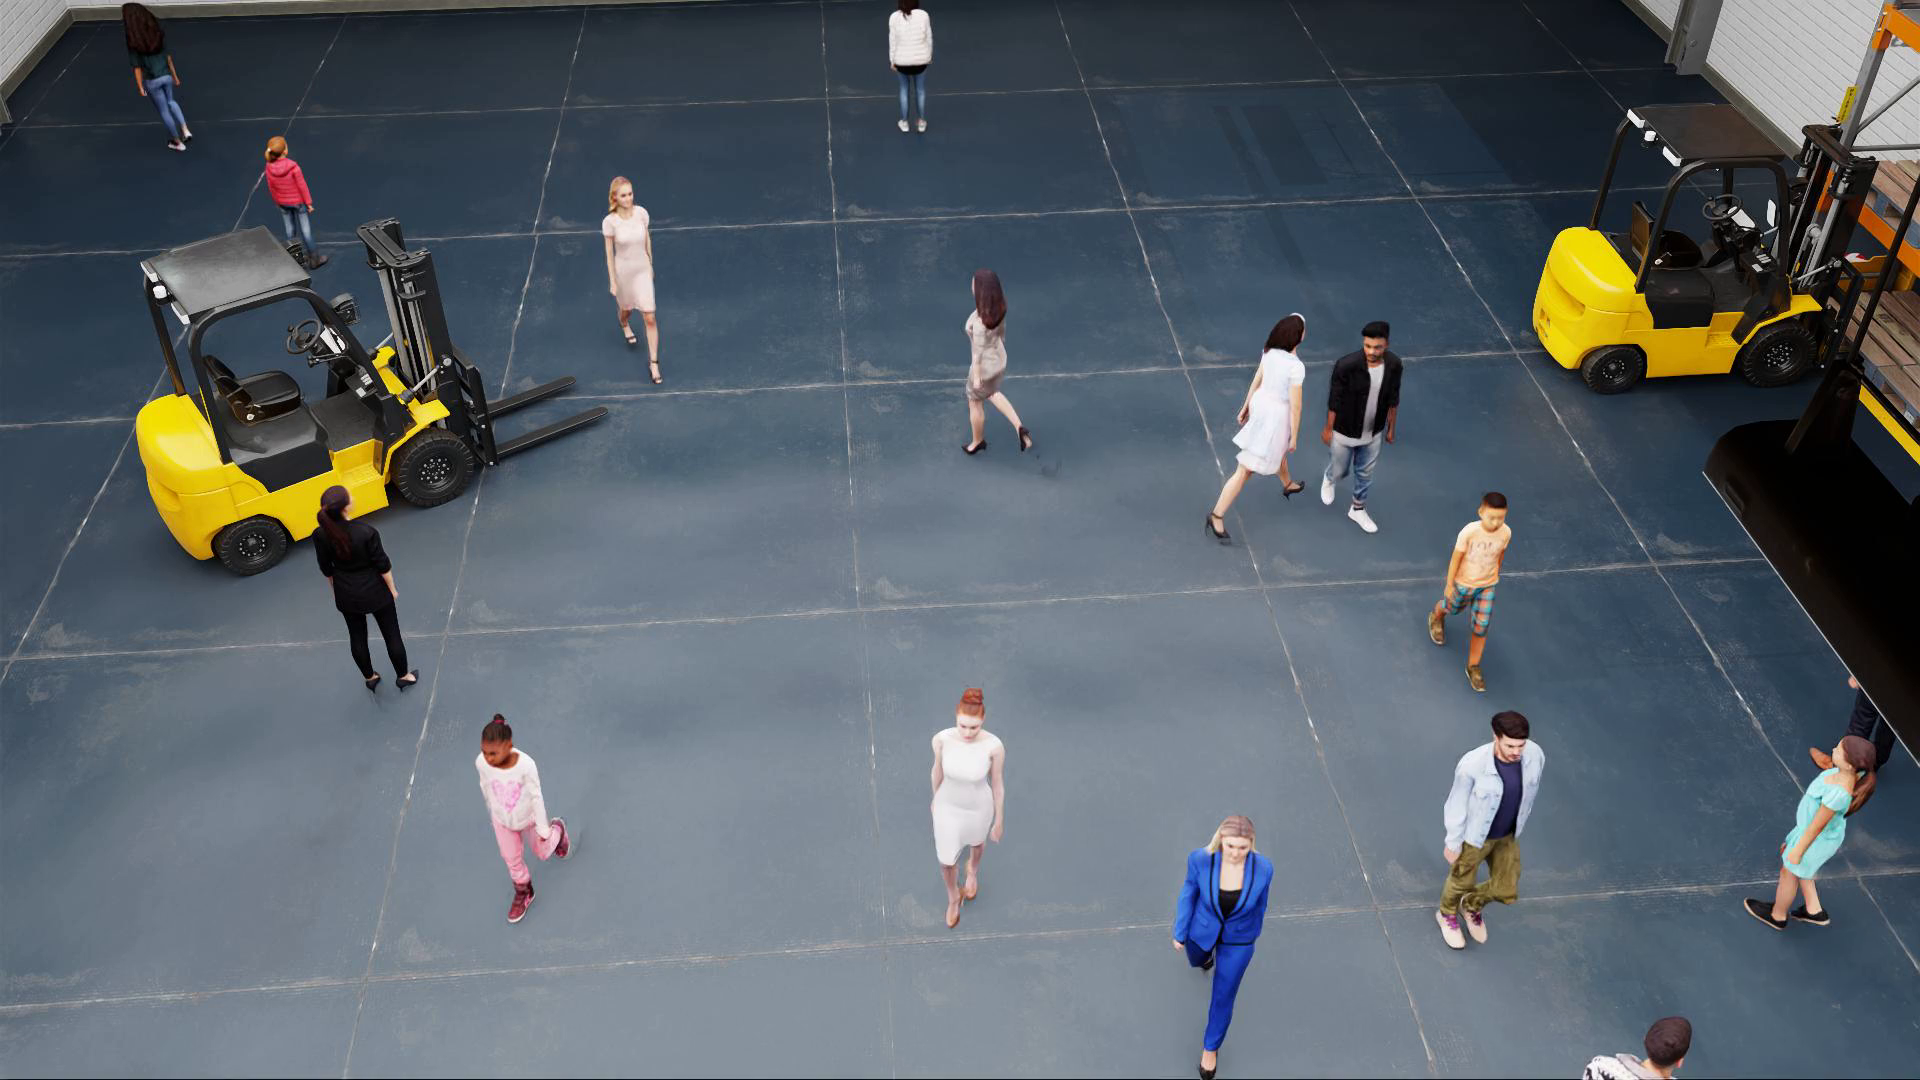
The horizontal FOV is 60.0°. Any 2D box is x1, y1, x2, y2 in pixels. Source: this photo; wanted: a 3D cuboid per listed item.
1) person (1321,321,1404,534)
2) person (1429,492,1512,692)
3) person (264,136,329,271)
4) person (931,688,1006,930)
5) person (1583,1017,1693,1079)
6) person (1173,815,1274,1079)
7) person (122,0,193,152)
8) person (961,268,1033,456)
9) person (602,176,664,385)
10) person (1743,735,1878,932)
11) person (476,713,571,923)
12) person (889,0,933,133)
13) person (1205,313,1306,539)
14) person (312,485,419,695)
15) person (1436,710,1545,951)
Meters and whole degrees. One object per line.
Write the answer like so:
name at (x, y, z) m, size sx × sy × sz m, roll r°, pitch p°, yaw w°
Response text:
person at (2.946, -0.920, 12.472) m, size 0.775 × 1.795 × 0.859 m, roll -11°, pitch 40°, yaw -13°
person at (3.463, 0.239, 11.309) m, size 0.532 × 1.436 × 0.971 m, roll -3°, pitch 39°, yaw -4°
person at (-6.302, -3.175, 15.680) m, size 0.547 × 1.317 × 0.521 m, roll 3°, pitch 39°, yaw 4°
person at (0.058, 1.459, 9.510) m, size 0.678 × 1.774 × 0.748 m, roll 6°, pitch 39°, yaw 7°
person at (3.055, 2.855, 7.694) m, size 0.767 × 1.859 × 0.802 m, roll 24°, pitch 44°, yaw 27°
person at (1.377, 2.027, 8.878) m, size 0.828 × 1.675 × 1.168 m, roll 6°, pitch 39°, yaw 8°
person at (-8.425, -4.860, 17.555) m, size 0.798 × 1.608 × 0.732 m, roll 23°, pitch 44°, yaw 26°
person at (0.281, -1.334, 13.041) m, size 0.946 × 1.732 × 0.928 m, roll 21°, pitch 43°, yaw 24°
person at (-2.826, -2.265, 14.158) m, size 0.869 × 1.793 × 1.195 m, roll -17°, pitch 42°, yaw -20°
person at (4.898, 1.703, 9.381) m, size 0.729 × 1.555 × 0.798 m, roll -29°, pitch 47°, yaw -31°
person at (-2.543, 1.548, 9.676) m, size 0.670 × 1.429 × 0.909 m, roll 6°, pitch 39°, yaw 7°
person at (-0.518, -5.209, 17.969) m, size 0.611 × 1.638 × 0.529 m, roll -4°, pitch 39°, yaw -4°
person at (2.226, -0.792, 12.355) m, size 1.064 × 1.740 × 1.277 m, roll -15°, pitch 41°, yaw -18°
person at (-3.950, 0.350, 10.991) m, size 0.617 × 1.659 × 0.567 m, roll 0°, pitch 39°, yaw 0°
person at (2.912, 1.580, 9.344) m, size 0.725 × 1.793 × 0.672 m, roll -8°, pitch 39°, yaw -10°
